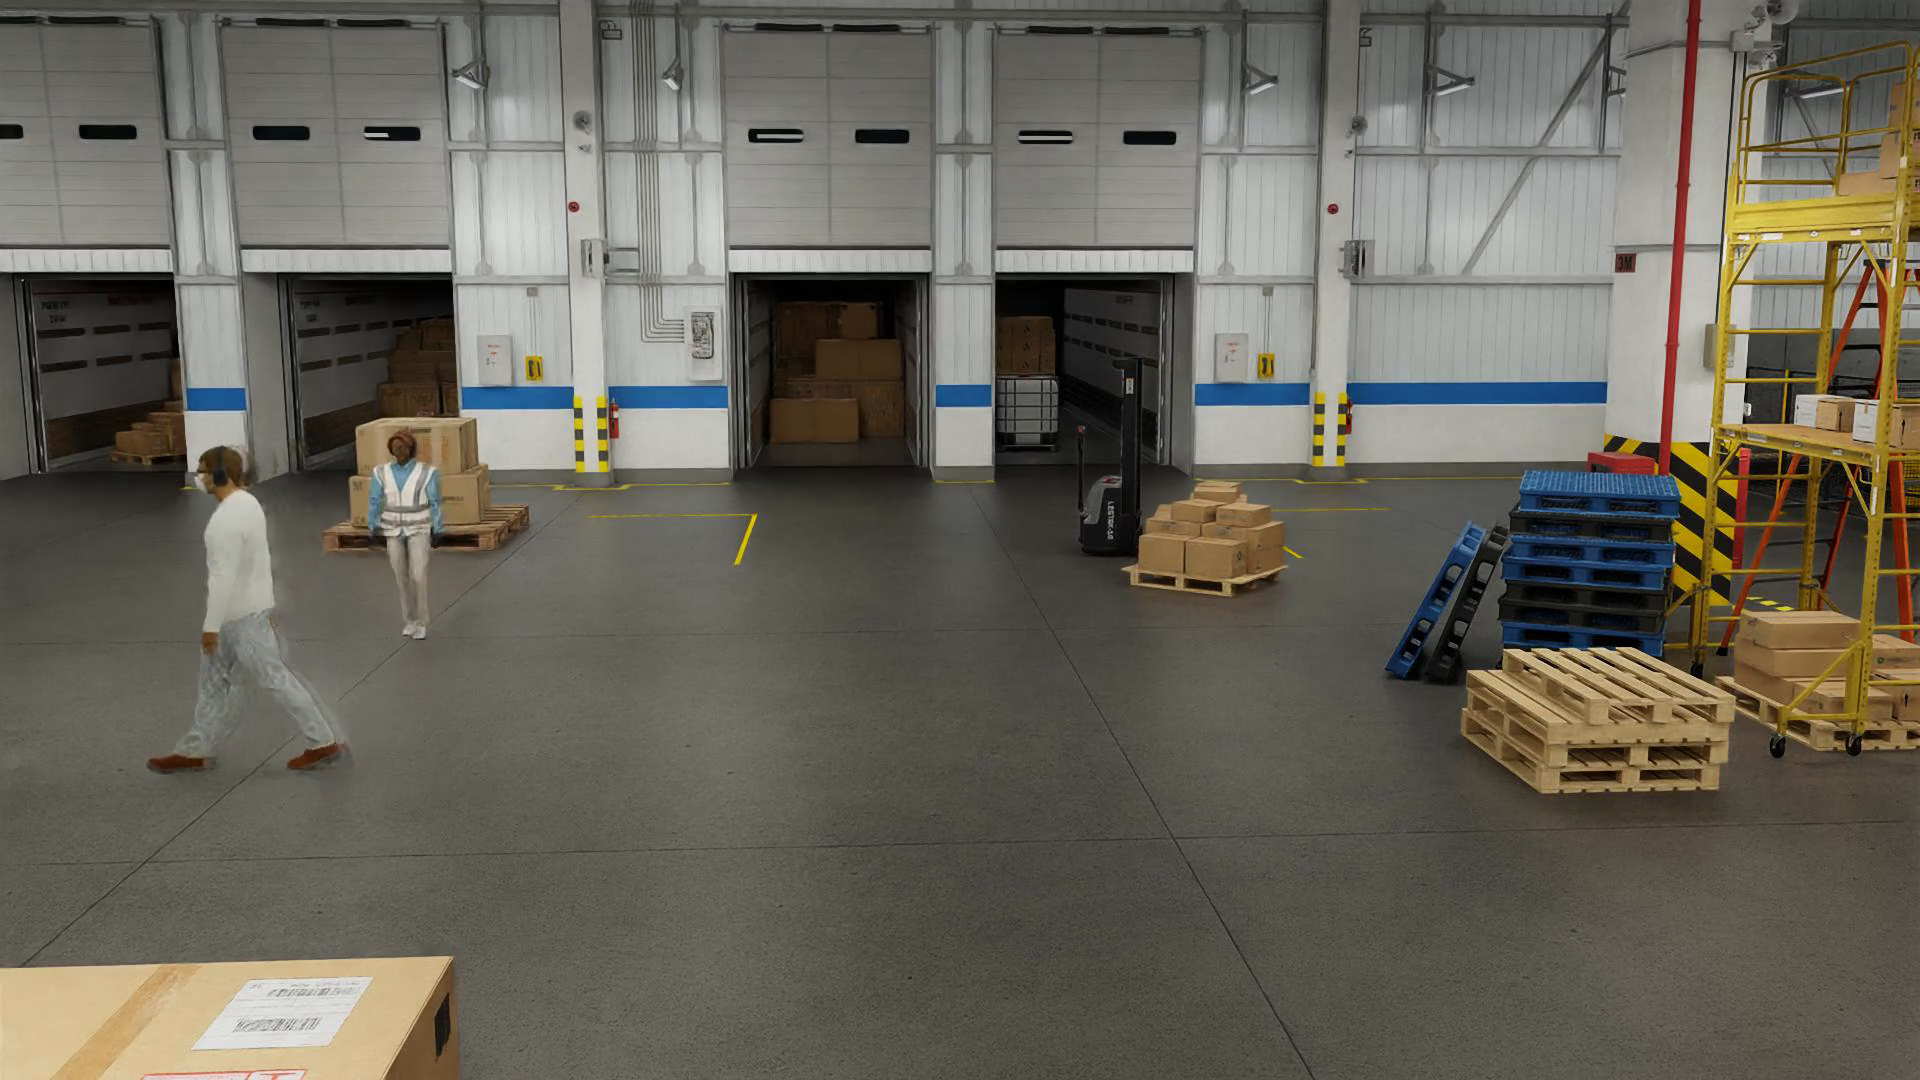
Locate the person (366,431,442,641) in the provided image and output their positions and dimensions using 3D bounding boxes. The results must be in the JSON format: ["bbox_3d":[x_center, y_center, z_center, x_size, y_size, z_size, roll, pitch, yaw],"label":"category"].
[{"bbox_3d":[-4.305,-0.026,12.860,0.518,1.616,0.626,0,9,-1],"label":"person"}]

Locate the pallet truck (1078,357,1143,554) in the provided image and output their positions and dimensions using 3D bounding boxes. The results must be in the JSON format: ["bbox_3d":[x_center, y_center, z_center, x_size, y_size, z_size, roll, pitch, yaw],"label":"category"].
[{"bbox_3d":[2.088,-0.836,16.757,1.885,1.965,0.823,2,9,13],"label":"pallet truck"}]

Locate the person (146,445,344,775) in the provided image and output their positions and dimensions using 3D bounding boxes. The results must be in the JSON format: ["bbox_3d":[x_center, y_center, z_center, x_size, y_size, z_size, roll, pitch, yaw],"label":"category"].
[{"bbox_3d":[-4.038,0.402,9.368,1.057,1.887,0.645,-3,9,-16],"label":"person"}]
